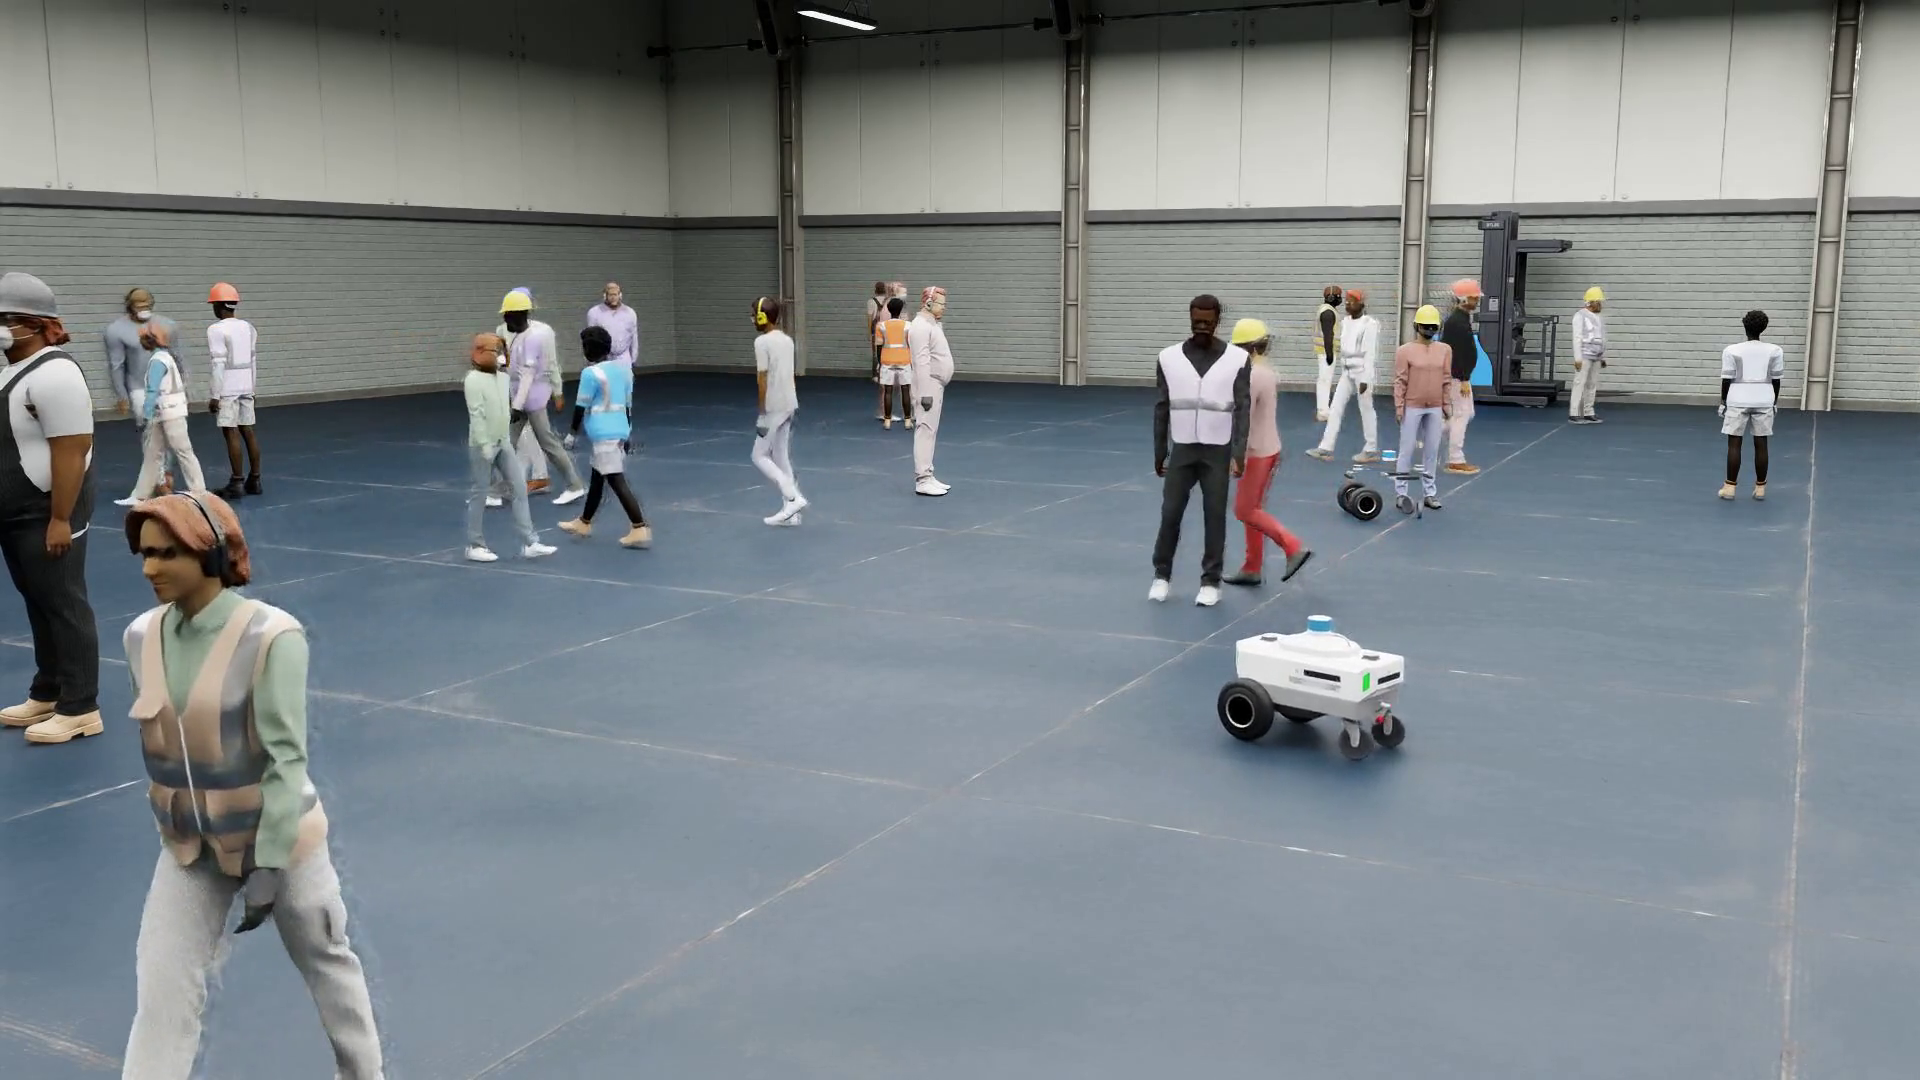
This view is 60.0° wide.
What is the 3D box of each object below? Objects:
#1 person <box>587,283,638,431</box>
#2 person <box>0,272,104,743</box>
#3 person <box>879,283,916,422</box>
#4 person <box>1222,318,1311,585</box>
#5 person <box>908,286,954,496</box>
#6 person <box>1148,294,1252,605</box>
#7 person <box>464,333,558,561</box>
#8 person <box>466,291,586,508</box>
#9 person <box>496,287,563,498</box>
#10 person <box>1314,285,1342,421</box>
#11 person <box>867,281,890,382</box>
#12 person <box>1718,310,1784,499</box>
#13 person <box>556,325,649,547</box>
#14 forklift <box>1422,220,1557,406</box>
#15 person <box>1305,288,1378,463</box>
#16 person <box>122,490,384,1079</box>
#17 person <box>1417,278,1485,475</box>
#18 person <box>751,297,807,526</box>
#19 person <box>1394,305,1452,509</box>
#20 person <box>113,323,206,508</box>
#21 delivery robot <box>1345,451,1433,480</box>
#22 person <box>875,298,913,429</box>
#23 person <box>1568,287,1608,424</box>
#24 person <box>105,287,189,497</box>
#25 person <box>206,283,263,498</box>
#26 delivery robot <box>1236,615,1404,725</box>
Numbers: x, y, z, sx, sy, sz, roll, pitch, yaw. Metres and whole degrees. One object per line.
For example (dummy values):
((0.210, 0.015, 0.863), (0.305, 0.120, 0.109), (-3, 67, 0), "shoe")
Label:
((-4.415, -2.313, 21.168), (0.654, 1.890, 0.533), (-3, 10, -16), "person")
((-4.096, -0.125, 7.319), (0.539, 2.000, 0.688), (-8, 12, -42), "person")
((-0.740, -2.527, 22.521), (0.889, 1.869, 0.657), (2, 10, 15), "person")
((1.962, -0.551, 10.715), (0.569, 1.743, 0.542), (4, 10, 24), "person")
((-0.262, -1.375, 15.330), (0.409, 1.904, 0.639), (1, 9, 6), "person")
((1.484, -0.557, 10.273), (0.601, 1.905, 0.504), (2, 9, 11), "person")
((-3.203, -0.639, 11.700), (0.688, 1.612, 0.511), (4, 10, 22), "person")
((-3.757, -1.214, 14.452), (1.014, 1.881, 0.586), (-6, 11, -32), "person")
((-3.969, -1.325, 15.019), (0.714, 1.888, 0.812), (4, 10, 26), "person")
((5.088, -2.573, 22.899), (0.430, 1.845, 0.624), (2, 9, 12), "person")
((-1.461, -3.840, 30.705), (0.505, 1.846, 0.346), (-1, 9, -8), "person")
((7.090, -1.211, 14.943), (0.538, 1.696, 0.317), (1, 9, 8), "person")
((-2.685, -0.779, 12.455), (0.874, 1.639, 0.524), (3, 10, 16), "person")
((8.245, -3.527, 25.720), (1.873, 2.768, 1.129), (5, 10, 27), "forklift")
((4.126, -1.741, 17.744), (0.892, 1.847, 0.606), (-4, 10, -24), "person")
((-1.610, 0.678, 3.653), (0.510, 1.584, 0.904), (3, 10, 17), "person")
((5.011, -1.661, 16.857), (0.531, 1.974, 0.620), (3, 10, 19), "person")
((-1.480, -1.020, 13.326), (0.434, 1.843, 0.585), (4, 10, 23), "person")
((3.994, -1.143, 14.342), (0.517, 1.757, 0.336), (-2, 9, -12), "person")
((-6.778, -1.015, 14.016), (0.809, 1.599, 0.525), (-4, 10, -24), "person")
((3.595, -0.633, 13.937), (0.698, 0.223, 0.335), (0, 9, 0), "delivery robot")
((-0.835, -2.288, 21.585), (0.535, 1.697, 0.322), (0, 9, 0), "person")
((8.472, -2.470, 22.345), (0.613, 1.818, 0.403), (-6, 11, -32), "person")
((-7.356, -1.337, 15.081), (0.678, 1.903, 0.522), (-9, 13, -42), "person")
((-6.644, -1.364, 15.147), (0.366, 1.935, 0.552), (3, 10, 15), "person")
((1.570, 0.575, 7.285), (0.707, 0.478, 0.477), (9, 13, 44), "delivery robot")
